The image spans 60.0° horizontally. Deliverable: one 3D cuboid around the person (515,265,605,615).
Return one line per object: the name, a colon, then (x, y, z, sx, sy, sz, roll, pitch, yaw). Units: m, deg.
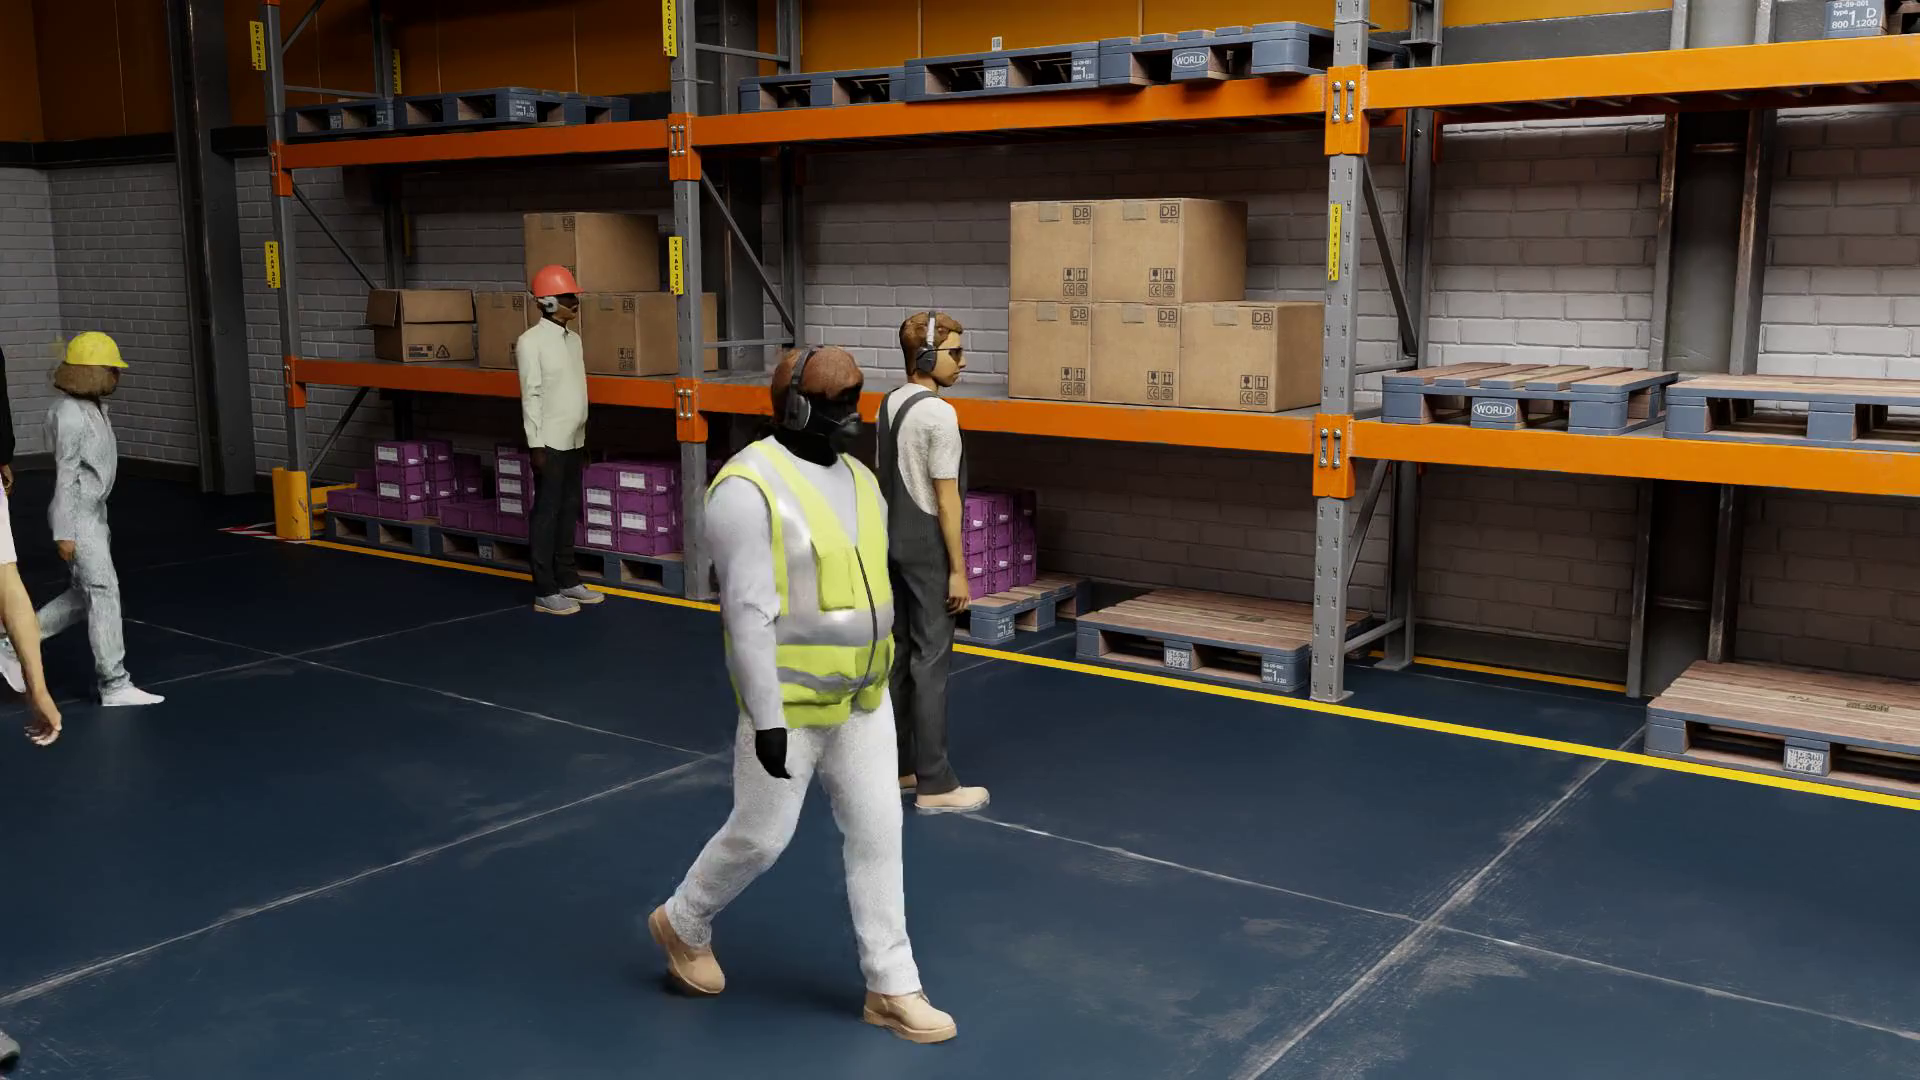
person: (-2.320, -0.580, 9.619, 0.376, 1.996, 0.621, 2, 10, 14)

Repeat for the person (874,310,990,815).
person: (-0.132, 0.084, 6.136, 0.350, 1.842, 0.506, -6, 11, -30)

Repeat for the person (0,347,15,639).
person: (-5.135, -0.378, 8.457, 0.402, 1.982, 0.622, 6, 11, 30)

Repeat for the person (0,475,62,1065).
person: (-2.740, 0.409, 4.345, 0.968, 1.797, 0.571, 6, 11, 32)

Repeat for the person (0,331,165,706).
person: (-4.043, -0.080, 7.494, 0.684, 1.720, 0.501, -3, 10, -15)

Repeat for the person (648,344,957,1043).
person: (-0.435, 0.391, 4.380, 0.868, 1.817, 0.619, 7, 12, 37)
